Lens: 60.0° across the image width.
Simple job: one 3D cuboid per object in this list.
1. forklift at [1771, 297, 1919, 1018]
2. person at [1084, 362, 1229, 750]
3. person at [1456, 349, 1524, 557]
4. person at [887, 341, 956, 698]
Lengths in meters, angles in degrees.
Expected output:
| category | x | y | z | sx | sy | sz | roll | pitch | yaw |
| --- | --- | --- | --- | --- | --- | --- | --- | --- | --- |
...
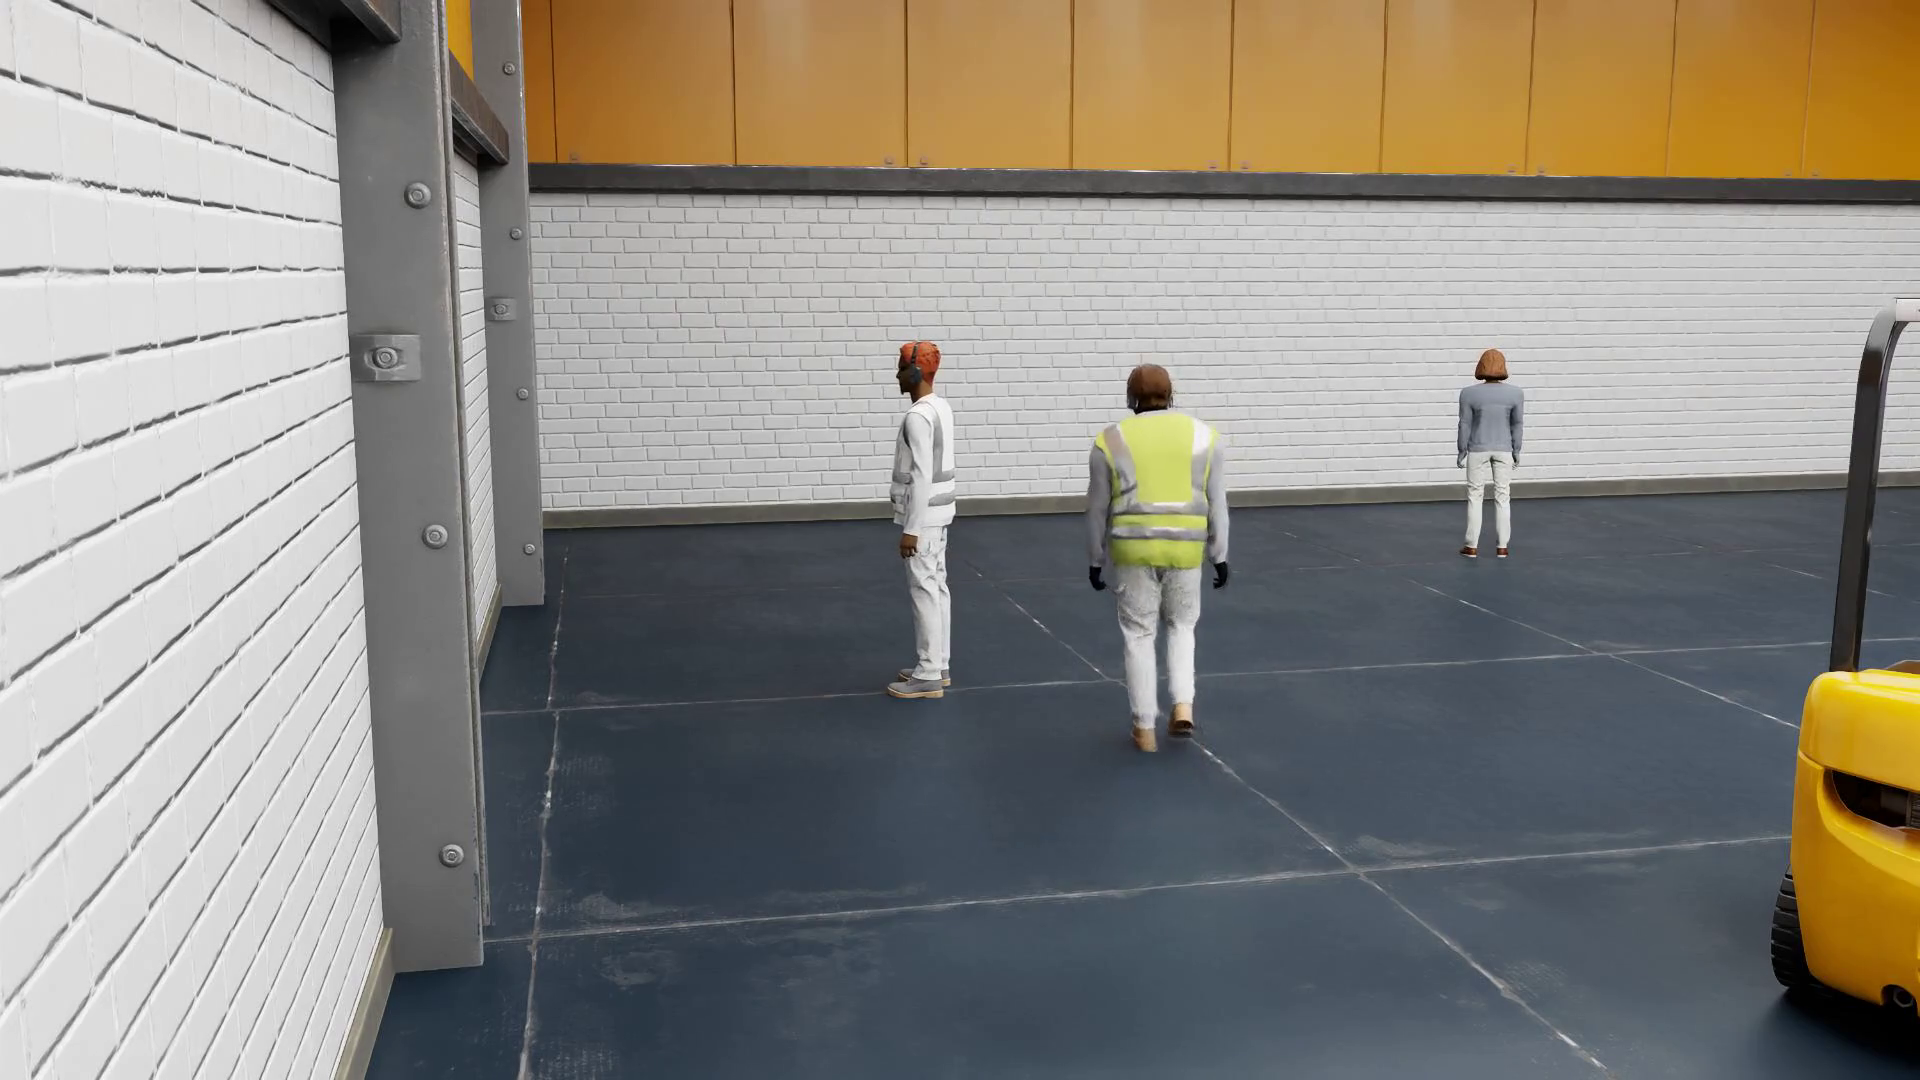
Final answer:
| category | x | y | z | sx | sy | sz | roll | pitch | yaw |
| --- | --- | --- | --- | --- | --- | --- | --- | --- | --- |
| forklift | 3.542 | 0.334 | 5.177 | 2.313 | 2.155 | 1.214 | -9 | 13 | -43 |
| person | 0.920 | 0.080 | 7.847 | 0.666 | 1.821 | 0.433 | -1 | 9 | -3 |
| person | 4.136 | -0.673 | 13.007 | 0.500 | 1.636 | 0.284 | 1 | 9 | 6 |
| person | -0.201 | -0.106 | 8.806 | 0.343 | 1.879 | 0.585 | 2 | 10 | 11 |
